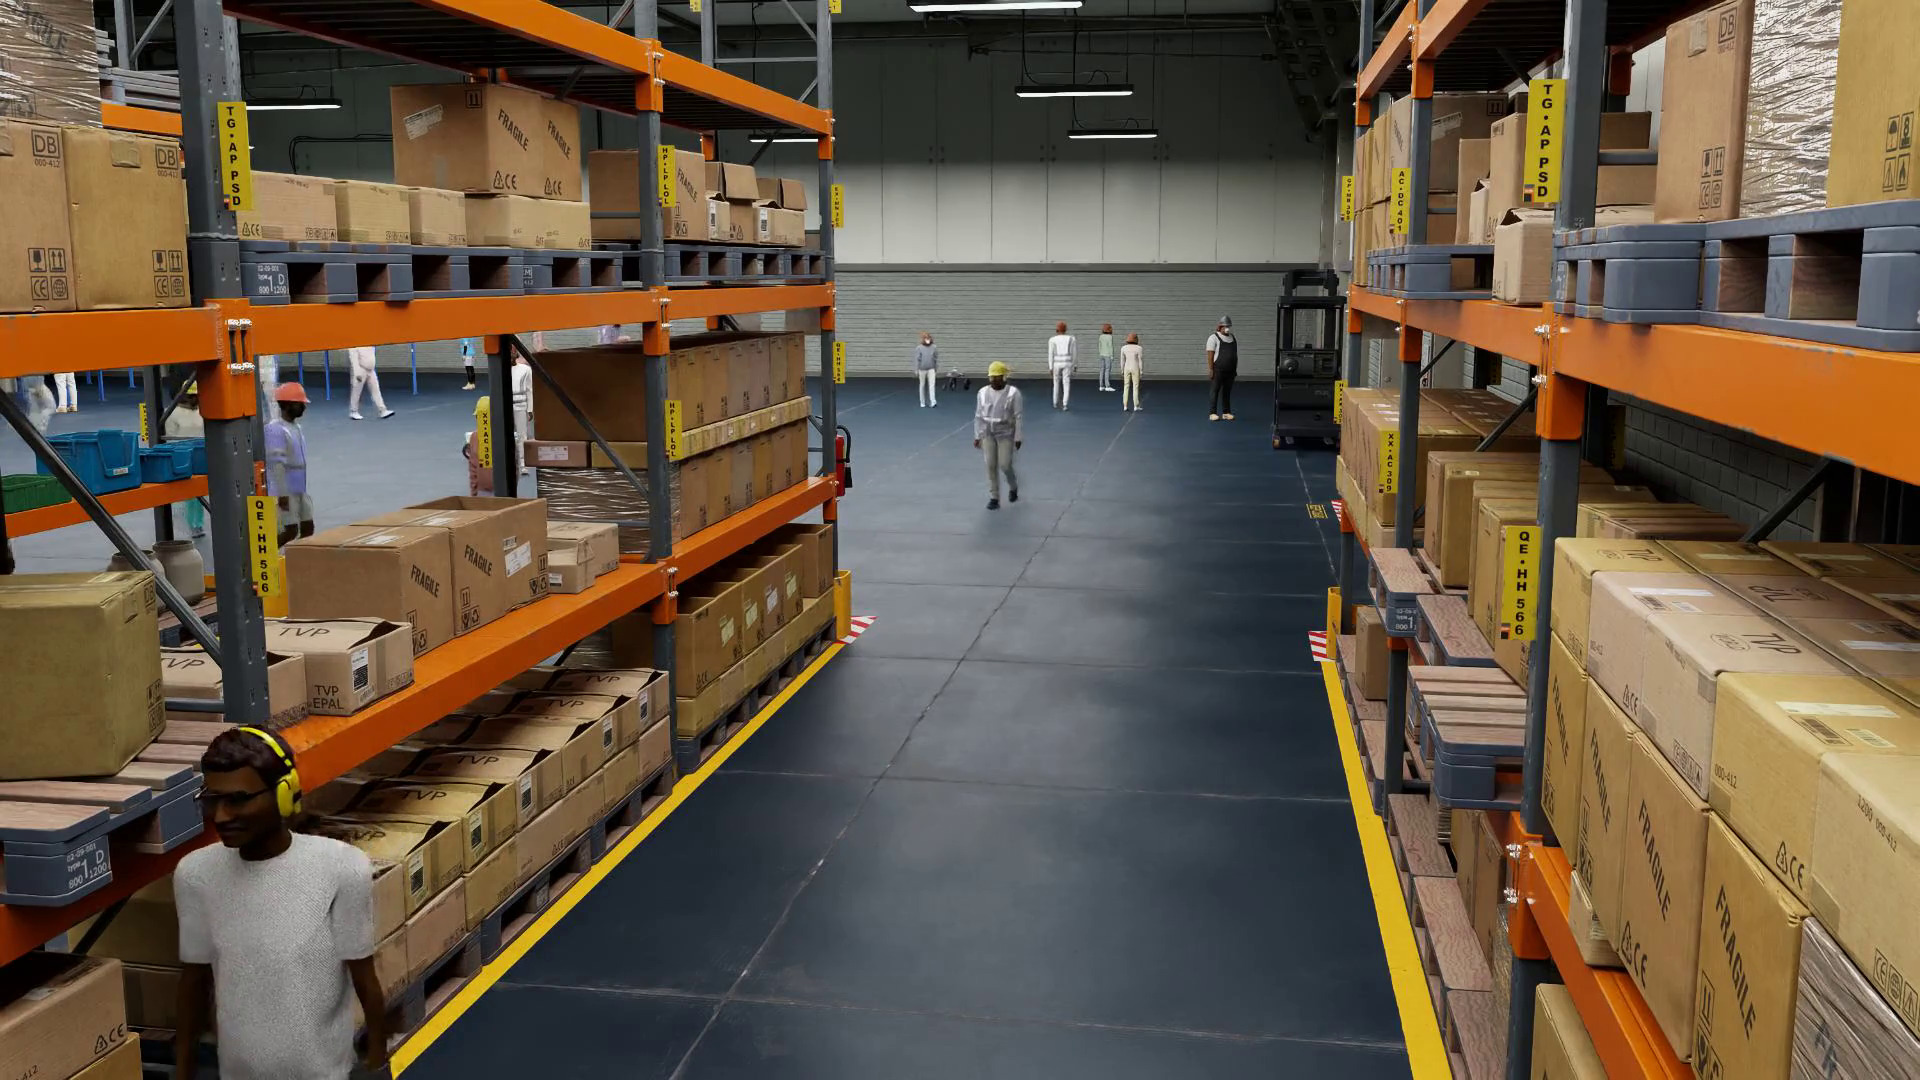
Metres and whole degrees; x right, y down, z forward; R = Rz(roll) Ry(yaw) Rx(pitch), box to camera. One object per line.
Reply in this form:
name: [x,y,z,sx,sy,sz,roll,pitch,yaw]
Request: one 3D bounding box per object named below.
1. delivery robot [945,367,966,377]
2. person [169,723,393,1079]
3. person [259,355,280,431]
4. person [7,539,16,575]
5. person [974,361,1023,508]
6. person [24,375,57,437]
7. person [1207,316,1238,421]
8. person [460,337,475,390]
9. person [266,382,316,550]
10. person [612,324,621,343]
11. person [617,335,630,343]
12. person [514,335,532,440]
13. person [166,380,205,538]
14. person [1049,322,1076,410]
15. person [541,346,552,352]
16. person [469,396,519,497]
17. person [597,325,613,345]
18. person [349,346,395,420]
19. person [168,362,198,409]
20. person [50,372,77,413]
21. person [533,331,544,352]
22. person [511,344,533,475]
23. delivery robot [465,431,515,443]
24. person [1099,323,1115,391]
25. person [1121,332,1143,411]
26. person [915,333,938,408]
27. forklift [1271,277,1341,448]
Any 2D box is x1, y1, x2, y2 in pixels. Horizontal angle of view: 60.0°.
delivery robot: [-0.113,-4.135,40.934,0.335,0.223,0.698,5,11,30]
person: [-1.671,1.351,4.064,0.550,1.851,0.434,1,9,7]
person: [-12.720,-2.908,30.106,0.777,1.918,0.633,-7,11,-37]
person: [-7.706,-0.139,13.034,0.579,1.922,0.408,3,10,15]
person: [0.478,-1.305,20.561,0.598,1.814,0.446,4,10,24]
person: [-15.534,-2.578,28.073,0.487,1.923,0.664,-7,12,-39]
person: [5.202,-3.357,32.655,0.682,2.000,0.536,-5,10,-28]
person: [-12.132,-4.557,40.977,0.319,1.698,0.532,0,9,1]
person: [-6.103,-0.474,15.101,0.691,1.921,0.594,0,9,3]
person: [-9.544,-5.277,45.505,0.686,1.663,0.550,2,9,12]
person: [-5.275,-2.276,26.274,0.647,1.907,0.405,0,9,-2]
person: [-7.161,-2.360,26.793,0.651,1.904,0.403,2,10,15]
person: [-8.317,-0.878,18.136,0.559,1.731,0.787,-8,12,-40]
person: [2.163,-3.675,35.156,0.593,1.833,1.005,0,9,1]
person: [-7.196,-2.575,29.017,0.519,1.614,0.751,-2,9,-12]
person: [-4.334,-0.452,15.449,0.526,1.768,0.330,4,10,22]
person: [-9.588,-5.246,44.586,0.660,1.903,0.608,5,11,30]
person: [-11.632,-3.280,32.621,0.999,1.851,0.675,4,10,23]
person: [-11.677,-2.119,25.077,0.726,1.968,0.664,6,11,34]
person: [-18.584,-3.566,34.425,0.429,1.844,0.623,3,10,19]
person: [-10.765,-4.822,42.403,0.316,1.767,0.535,-4,10,-21]
person: [-6.425,-1.880,23.894,0.582,1.884,0.351,-1,9,-8]
delivery robot: [-7.337,-1.581,25.981,0.707,0.478,0.477,1,9,7]
person: [3.576,-4.451,40.510,0.280,1.636,0.499,-6,11,-32]
person: [3.601,-3.519,34.774,0.497,1.633,0.284,5,10,28]
person: [-0.701,-3.608,35.475,0.520,1.584,0.868,-2,9,-13]
forklift: [5.847,-3.016,27.970,1.129,2.768,1.873,1,9,9]
